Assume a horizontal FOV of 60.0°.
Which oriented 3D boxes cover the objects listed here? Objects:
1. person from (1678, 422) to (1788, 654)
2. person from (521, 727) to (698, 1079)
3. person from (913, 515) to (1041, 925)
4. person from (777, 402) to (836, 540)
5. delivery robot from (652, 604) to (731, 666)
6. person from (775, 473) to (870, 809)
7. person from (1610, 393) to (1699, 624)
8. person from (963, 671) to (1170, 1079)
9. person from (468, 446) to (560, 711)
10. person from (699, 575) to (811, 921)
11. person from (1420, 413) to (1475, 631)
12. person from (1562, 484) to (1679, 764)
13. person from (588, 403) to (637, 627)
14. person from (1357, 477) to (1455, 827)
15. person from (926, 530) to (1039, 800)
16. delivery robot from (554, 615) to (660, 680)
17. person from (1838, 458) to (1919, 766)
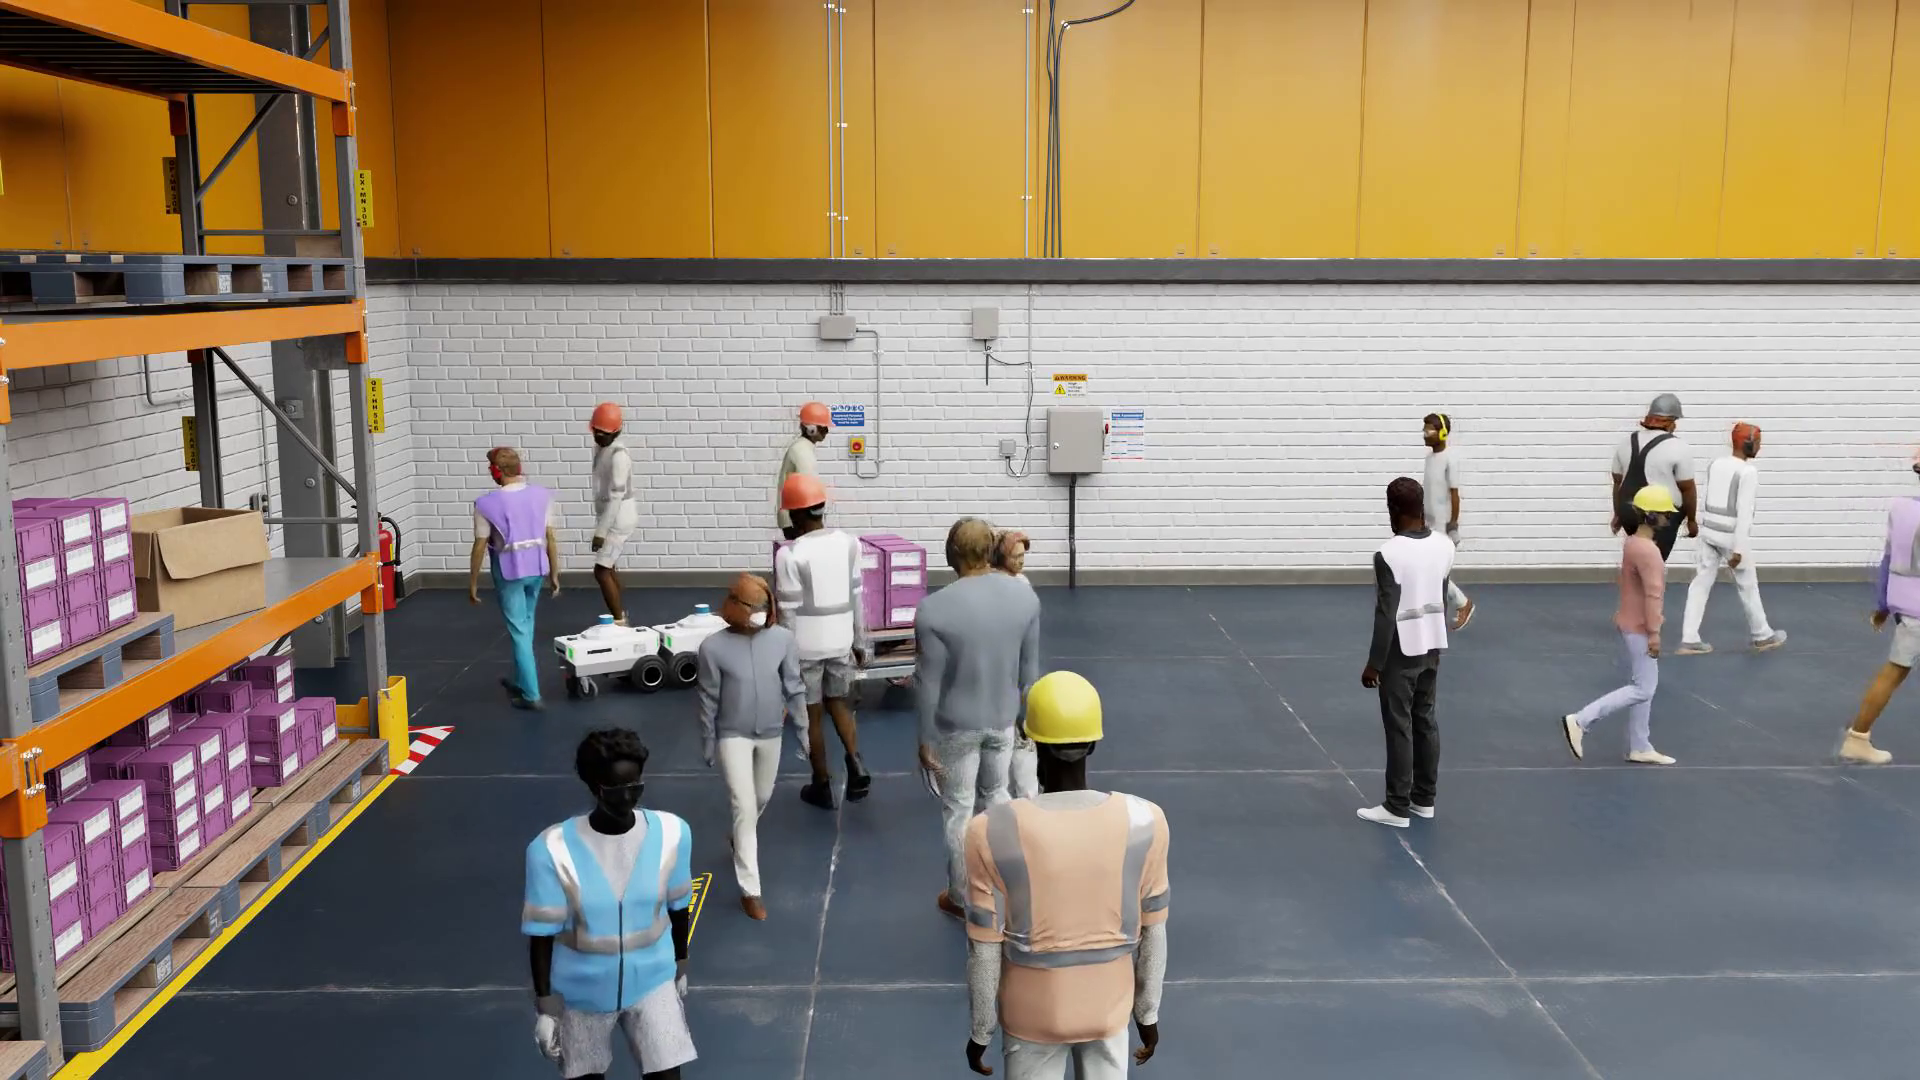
[{"bbox_3d":[6.123,-0.006,13.080,0.974,1.836,0.596,-3,10,-16],"label":"person"},{"bbox_3d":[-1.028,1.392,5.009,0.547,1.668,0.751,-4,10,-22],"label":"person"},{"bbox_3d":[0.082,0.845,7.585,0.645,1.929,0.537,-5,10,-27],"label":"person"},{"bbox_3d":[-1.257,-0.152,13.602,0.483,1.967,0.611,-1,9,-4],"label":"person"},{"bbox_3d":[-1.898,0.718,12.281,0.707,0.478,0.477,-6,11,-33],"label":"delivery robot"},{"bbox_3d":[-0.766,0.582,9.240,0.575,1.914,0.476,-6,11,-35],"label":"person"},{"bbox_3d":[5.829,-0.224,13.798,0.803,2.000,0.687,-4,10,-23],"label":"person"},{"bbox_3d":[0.293,1.315,4.698,0.587,1.930,0.359,-2,9,-12],"label":"person"},{"bbox_3d":[-3.158,0.253,11.554,0.798,1.810,0.582,8,12,41],"label":"person"},{"bbox_3d":[-1.023,0.937,8.061,0.510,1.607,0.810,-5,10,-28],"label":"person"},{"bbox_3d":[3.984,-0.135,13.836,0.443,1.857,0.529,-1,9,-6],"label":"person"},{"bbox_3d":[4.058,0.524,10.096,0.618,1.748,0.537,2,9,12],"label":"person"},{"bbox_3d":[-2.814,-0.129,13.407,0.402,1.986,0.652,-4,10,-23],"label":"person"},{"bbox_3d":[2.442,0.612,9.069,0.588,1.912,0.390,-7,12,-37],"label":"person"},{"bbox_3d":[0.174,0.729,9.271,0.707,1.614,0.516,5,11,28],"label":"person"},{"bbox_3d":[-2.526,0.779,11.908,0.707,0.478,0.477,-6,11,-33],"label":"delivery robot"},{"bbox_3d":[5.905,0.407,10.070,1.065,1.987,0.633,1,9,4],"label":"person"}]
